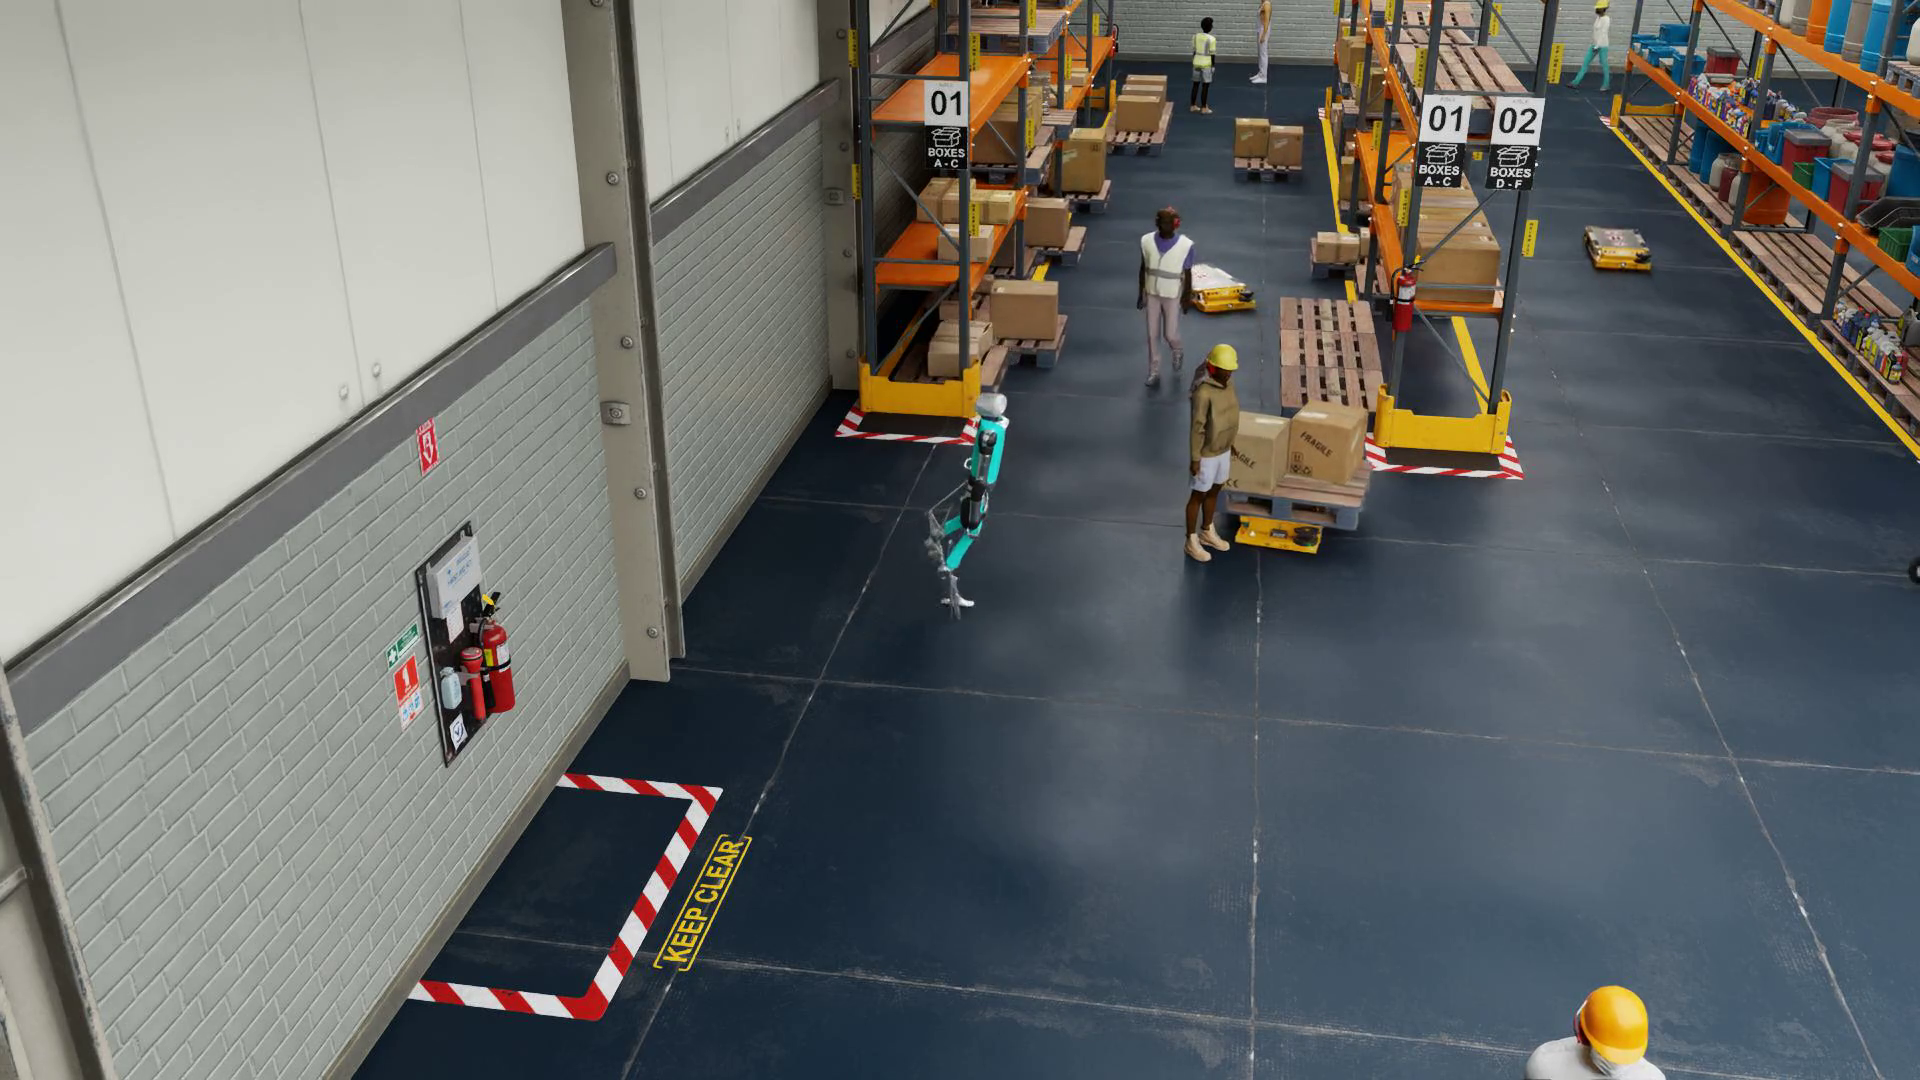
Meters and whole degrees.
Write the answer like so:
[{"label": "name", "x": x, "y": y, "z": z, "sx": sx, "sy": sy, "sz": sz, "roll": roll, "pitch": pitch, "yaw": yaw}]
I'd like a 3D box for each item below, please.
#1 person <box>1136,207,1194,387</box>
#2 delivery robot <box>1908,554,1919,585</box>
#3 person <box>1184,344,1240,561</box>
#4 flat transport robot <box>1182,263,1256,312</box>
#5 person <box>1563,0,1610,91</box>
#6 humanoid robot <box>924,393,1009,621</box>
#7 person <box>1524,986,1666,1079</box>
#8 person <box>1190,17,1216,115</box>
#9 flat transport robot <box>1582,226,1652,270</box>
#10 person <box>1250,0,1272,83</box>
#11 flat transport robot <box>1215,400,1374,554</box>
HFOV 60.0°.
[{"label": "person", "x": 2.077, "y": -2.480, "z": 16.812, "sx": 0.557, "sy": 1.835, "sz": 0.492, "roll": 13, "pitch": 28, "yaw": 25}, {"label": "delivery robot", "x": 7.654, "y": 0.211, "z": 12.560, "sx": 0.782, "sy": 0.587, "sz": 0.499, "roll": 3, "pitch": 25, "yaw": 7}, {"label": "person", "x": 1.981, "y": -0.714, "z": 13.121, "sx": 0.401, "sy": 1.760, "sz": 0.538, "roll": 23, "pitch": 33, "yaw": 40}, {"label": "flat transport robot", "x": 2.919, "y": -3.020, "z": 19.820, "sx": 0.659, "sy": 0.231, "sz": 1.431, "roll": -7, "pitch": 26, "yaw": -15}, {"label": "person", "x": 12.194, "y": -9.494, "z": 31.970, "sx": 0.919, "sy": 1.716, "sz": 0.529, "roll": -3, "pitch": 25, "yaw": -6}, {"label": "humanoid robot", "x": -0.030, "y": -0.188, "z": 12.148, "sx": 0.748, "sy": 1.876, "sz": 0.543, "roll": 4, "pitch": 25, "yaw": 8}, {"label": "person", "x": 2.309, "y": 2.431, "z": 6.245, "sx": 0.569, "sy": 1.889, "sz": 0.389, "roll": 8, "pitch": 26, "yaw": 17}, {"label": "person", "x": 4.384, "y": -8.537, "z": 29.941, "sx": 0.317, "sy": 1.695, "sz": 0.538, "roll": -20, "pitch": 31, "yaw": -36}, {"label": "flat transport robot", "x": 8.446, "y": -3.762, "z": 21.410, "sx": 0.659, "sy": 0.231, "sz": 1.431, "roll": 5, "pitch": 26, "yaw": 11}, {"label": "person", "x": 5.937, "y": -10.007, "z": 32.894, "sx": 0.381, "sy": 1.860, "sz": 0.530, "roll": 2, "pitch": 25, "yaw": 3}, {"label": "flat transport robot", "x": 2.777, "y": -0.281, "z": 13.960, "sx": 0.659, "sy": 0.231, "sz": 1.431, "roll": 9, "pitch": 26, "yaw": 18}]
